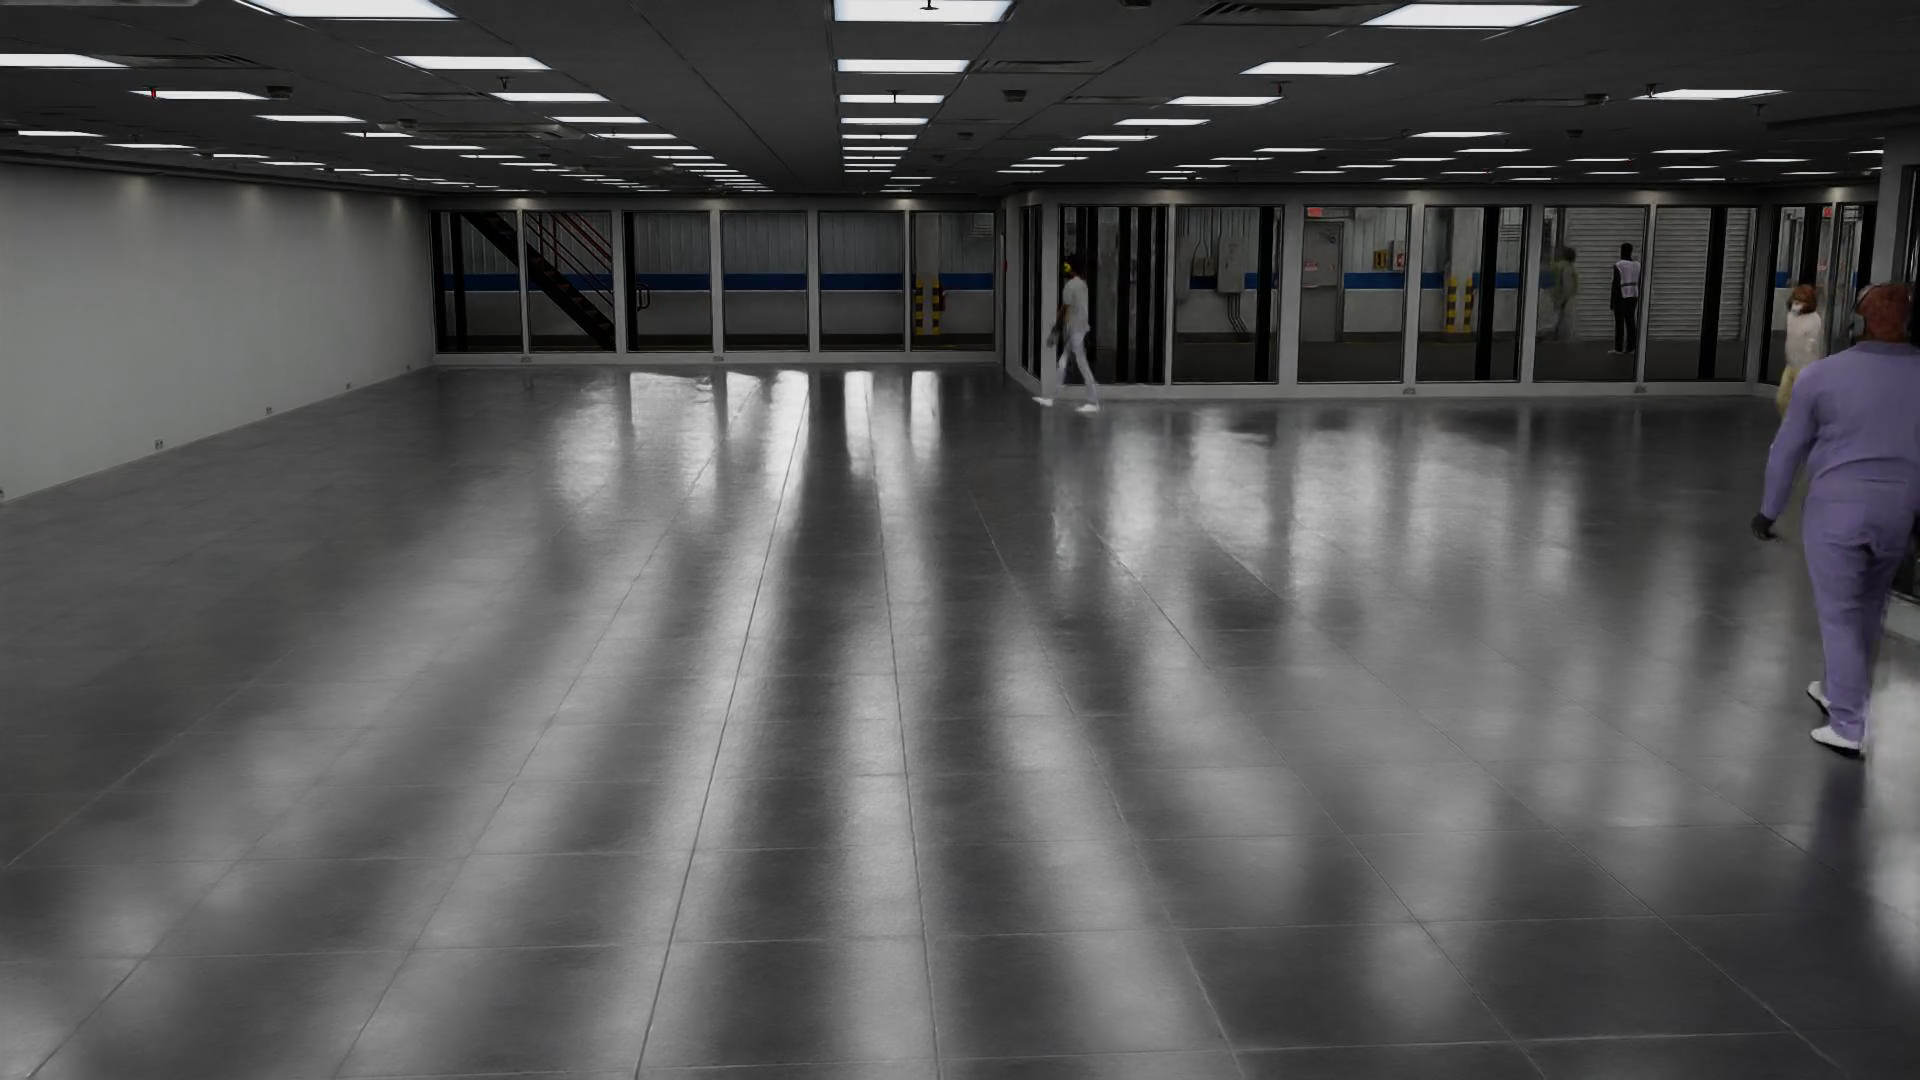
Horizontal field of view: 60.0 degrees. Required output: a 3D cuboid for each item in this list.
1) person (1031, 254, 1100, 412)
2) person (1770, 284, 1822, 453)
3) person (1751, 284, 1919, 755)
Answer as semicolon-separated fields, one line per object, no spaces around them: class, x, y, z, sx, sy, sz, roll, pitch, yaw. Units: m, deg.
person;1.223;-2.393;19.334;0.963;1.812;0.546;4;11;20
person;7.867;-1.595;15.577;0.419;1.600;0.537;-1;11;-7
person;3.663;-0.109;6.880;0.663;1.871;0.925;0;11;2
